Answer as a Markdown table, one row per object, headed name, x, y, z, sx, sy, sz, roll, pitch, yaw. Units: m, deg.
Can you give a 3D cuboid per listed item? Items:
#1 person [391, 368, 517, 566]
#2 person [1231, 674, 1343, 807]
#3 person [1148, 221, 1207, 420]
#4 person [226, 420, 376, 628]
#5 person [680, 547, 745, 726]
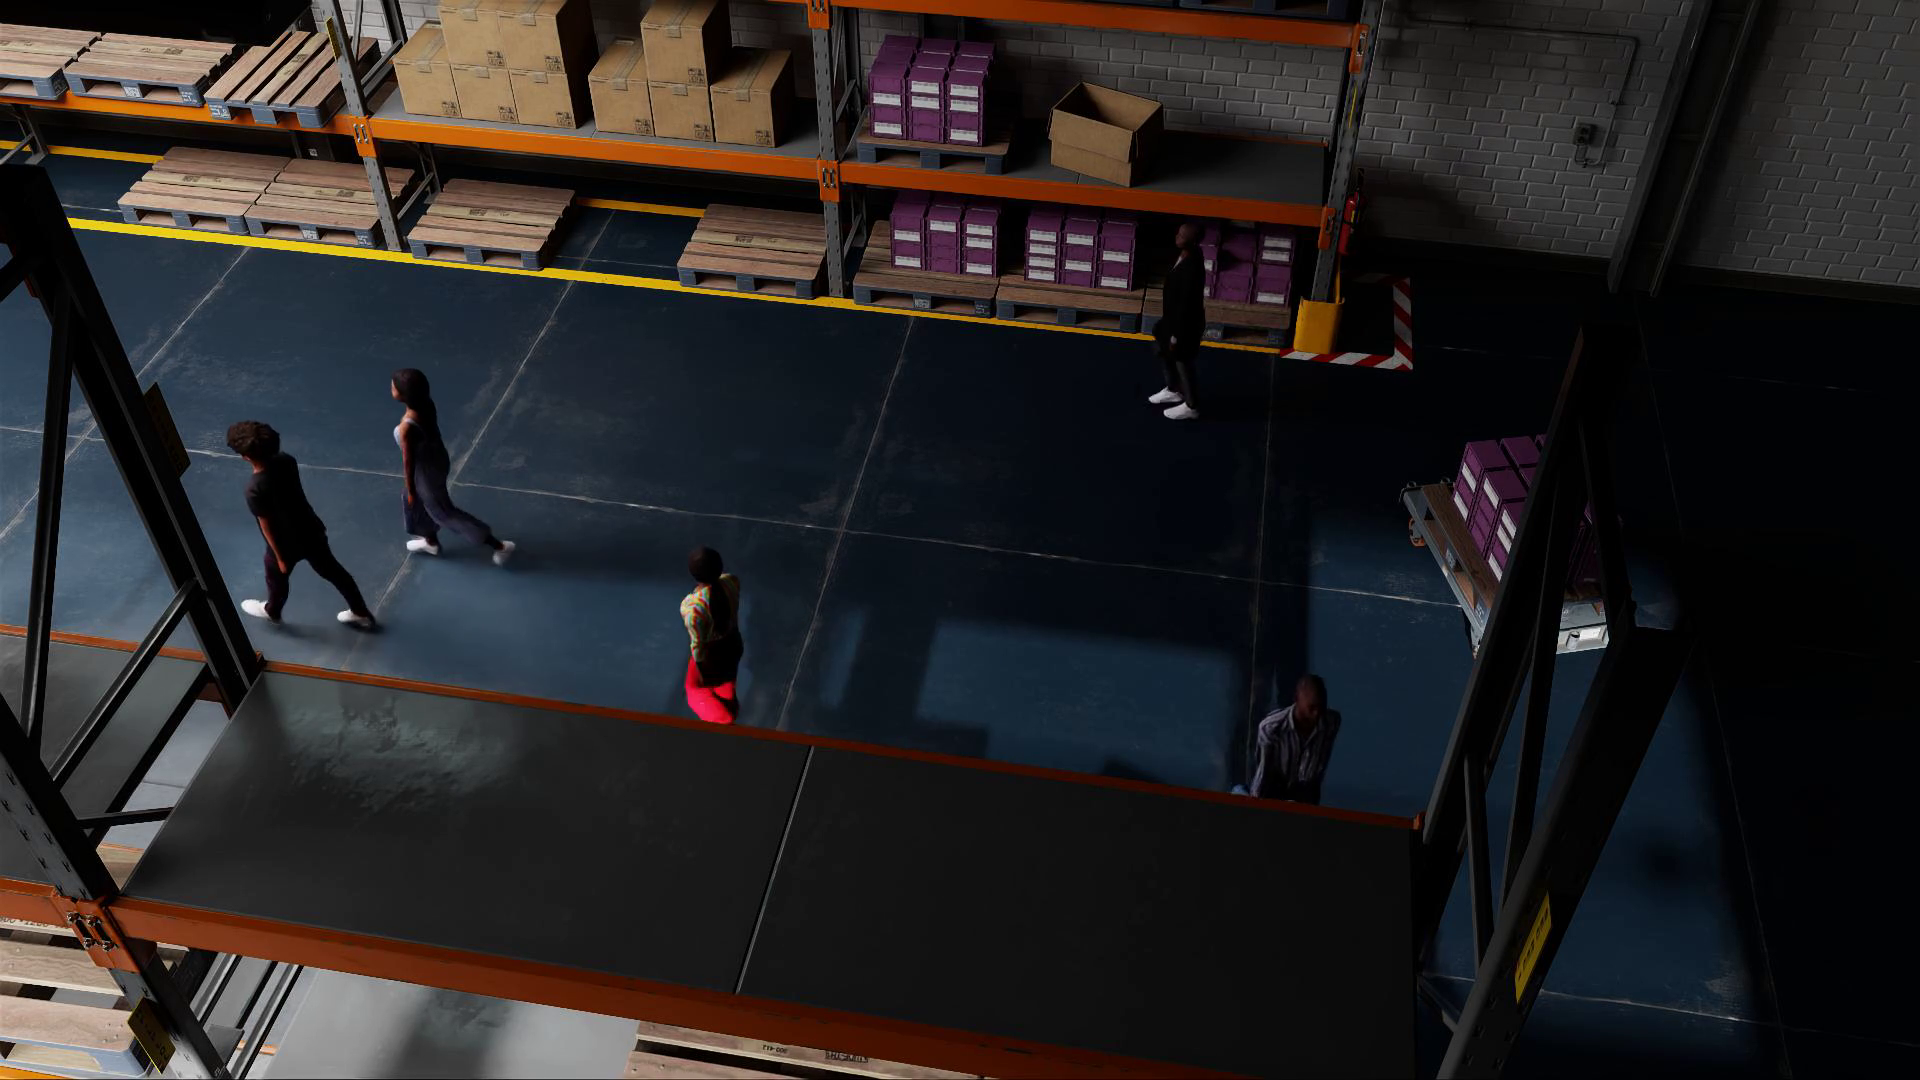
| name | x | y | z | sx | sy | sz | roll | pitch | yaw |
| --- | --- | --- | --- | --- | --- | --- | --- | --- | --- |
| person | -3.500 | -0.441 | 11.256 | 1.085 | 1.668 | 0.616 | 4 | 44 | 4 |
| person | 1.781 | 1.333 | 9.329 | 1.119 | 1.758 | 0.904 | -5 | 44 | -5 |
| person | 1.764 | -1.622 | 12.441 | 0.679 | 1.744 | 0.686 | 4 | 44 | 4 |
| person | -4.255 | -0.030 | 10.772 | 1.126 | 1.741 | 0.723 | 11 | 45 | 12 |
| person | -1.388 | 0.743 | 9.931 | 0.941 | 1.782 | 0.799 | 28 | 50 | 26 |
